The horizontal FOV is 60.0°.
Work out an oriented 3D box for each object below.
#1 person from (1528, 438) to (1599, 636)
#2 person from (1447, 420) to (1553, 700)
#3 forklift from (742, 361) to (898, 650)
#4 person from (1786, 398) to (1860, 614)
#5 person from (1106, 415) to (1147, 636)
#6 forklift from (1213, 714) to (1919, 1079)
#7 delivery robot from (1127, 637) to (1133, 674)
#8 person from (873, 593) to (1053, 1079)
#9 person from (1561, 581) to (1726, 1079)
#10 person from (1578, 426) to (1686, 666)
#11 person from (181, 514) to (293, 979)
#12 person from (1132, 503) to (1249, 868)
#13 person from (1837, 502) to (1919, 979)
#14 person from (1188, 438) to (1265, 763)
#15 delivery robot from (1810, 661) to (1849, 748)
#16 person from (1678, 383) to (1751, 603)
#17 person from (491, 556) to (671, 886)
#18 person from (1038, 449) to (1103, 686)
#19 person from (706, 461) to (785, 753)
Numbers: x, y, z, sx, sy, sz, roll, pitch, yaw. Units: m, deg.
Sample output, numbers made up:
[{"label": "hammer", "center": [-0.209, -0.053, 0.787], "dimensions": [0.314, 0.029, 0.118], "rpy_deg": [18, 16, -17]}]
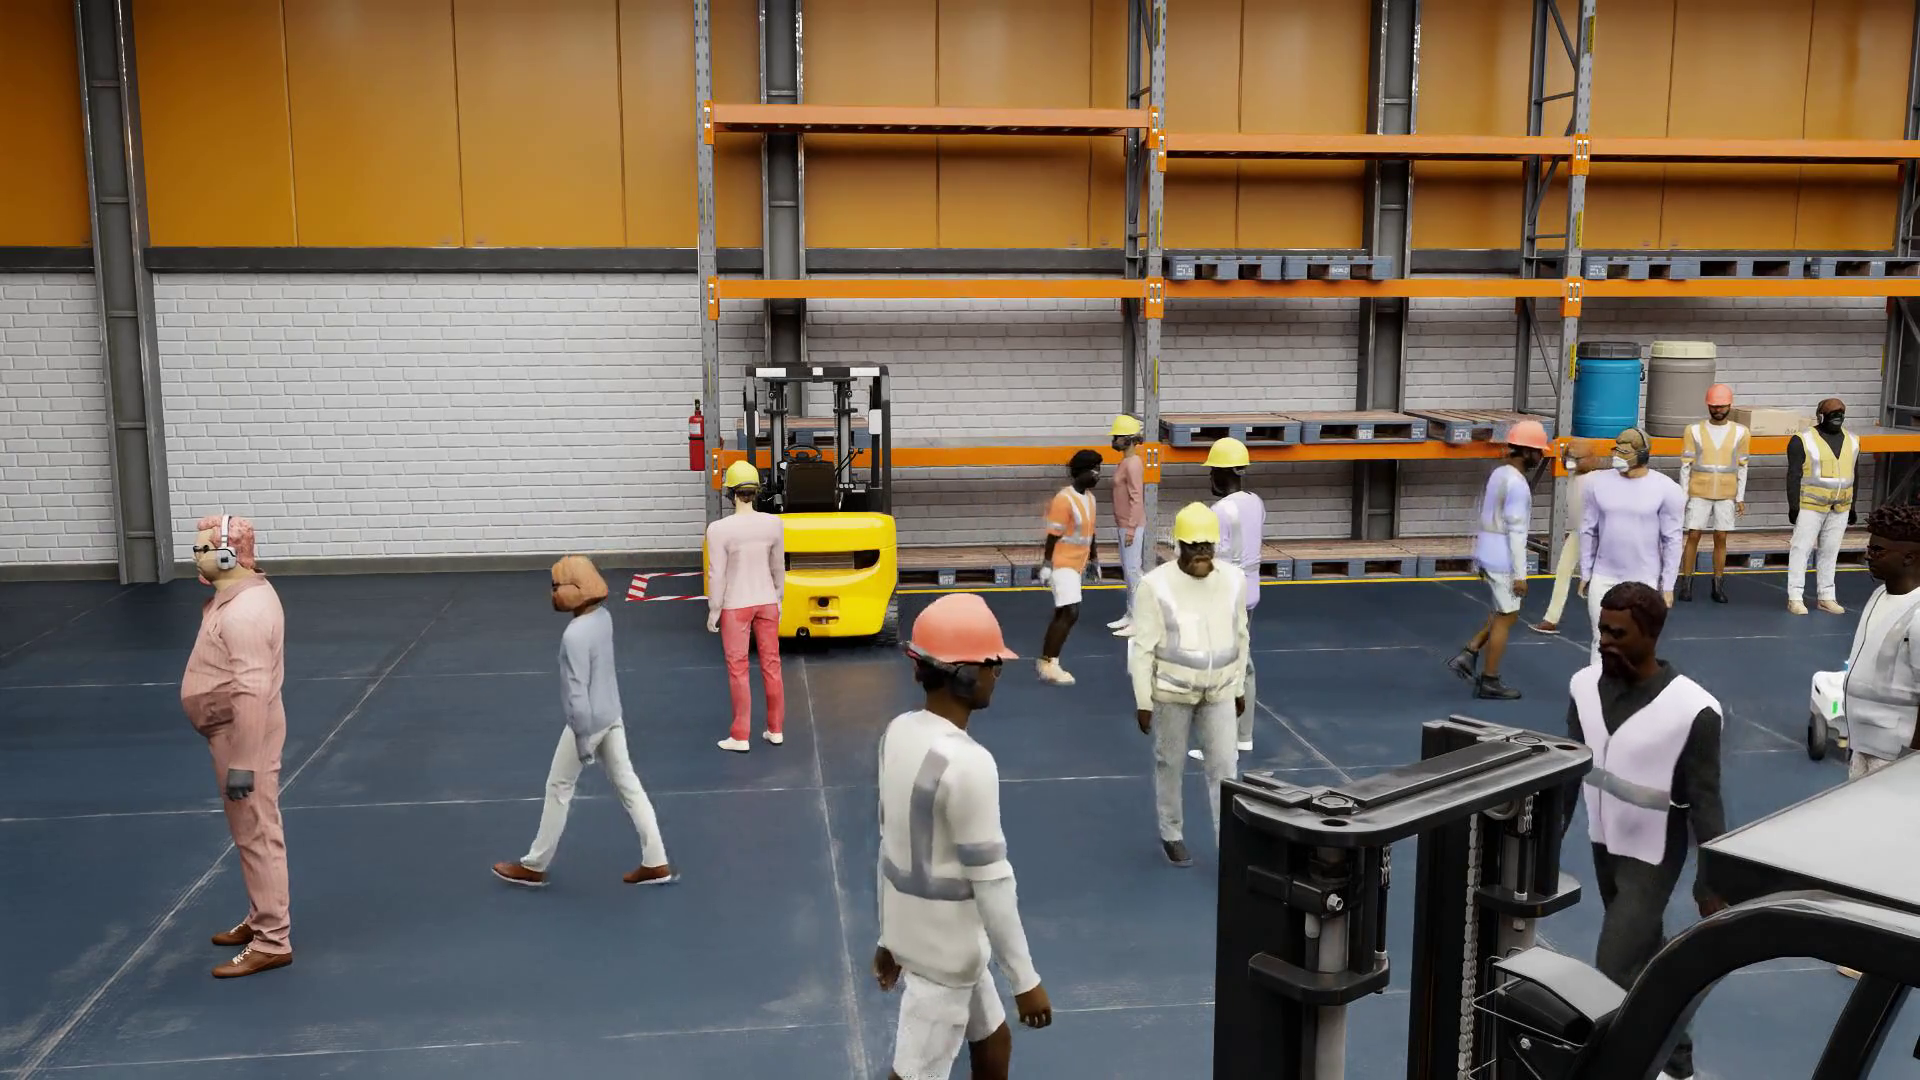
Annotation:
[{"label": "person", "center": [4.910, -0.009, 13.151], "dimensions": [0.839, 1.591, 0.524], "rpy_deg": [-2, 9, -9]}, {"label": "person", "center": [3.695, 0.142, 11.248], "dimensions": [0.513, 1.909, 0.610], "rpy_deg": [0, 9, 2]}, {"label": "forklift", "center": [-1.154, -0.340, 13.365], "dimensions": [1.214, 2.155, 2.313], "rpy_deg": [-1, 9, -7]}, {"label": "person", "center": [7.329, -0.284, 14.118], "dimensions": [0.625, 1.844, 0.429], "rpy_deg": [-1, 9, -5]}, {"label": "person", "center": [1.322, -0.113, 13.284], "dimensions": [0.325, 1.767, 0.533], "rpy_deg": [0, 9, -1]}, {"label": "forklift", "center": [1.441, 1.425, 2.350], "dimensions": [1.214, 2.155, 2.313], "rpy_deg": [-7, 12, -39]}, {"label": "delivery robot", "center": [1.445, 0.793, 11.101], "dimensions": [0.477, 0.478, 0.707], "rpy_deg": [-7, 11, -36]}, {"label": "person", "center": [-0.095, 1.144, 4.748], "dimensions": [1.048, 2.000, 0.623], "rpy_deg": [-3, 10, -17]}, {"label": "person", "center": [2.183, 1.067, 5.583], "dimensions": [0.985, 1.867, 0.629], "rpy_deg": [-3, 10, -20]}, {"label": "person", "center": [4.214, 0.247, 10.509], "dimensions": [0.629, 1.937, 0.379], "rpy_deg": [8, 12, 43]}, {"label": "person", "center": [-2.994, 0.839, 6.905], "dimensions": [0.409, 1.907, 0.651], "rpy_deg": [-4, 10, -22]}, {"label": "person", "center": [1.133, 0.732, 7.878], "dimensions": [0.623, 1.803, 0.746], "rpy_deg": [-2, 9, -12]}, {"label": "person", "center": [3.815, 0.819, 6.840], "dimensions": [0.361, 1.965, 0.613], "rpy_deg": [1, 9, 8]}, {"label": "person", "center": [1.581, 0.355, 9.855], "dimensions": [0.367, 1.926, 0.594], "rpy_deg": [6, 11, 33]}, {"label": "delivery robot", "center": [5.355, 0.971, 9.992], "dimensions": [0.477, 0.478, 0.707], "rpy_deg": [3, 10, 18]}, {"label": "person", "center": [6.608, -0.408, 14.589], "dimensions": [0.546, 1.937, 0.379], "rpy_deg": [3, 10, 18]}, {"label": "person", "center": [-1.758, 0.855, 7.785], "dimensions": [0.850, 1.588, 0.514], "rpy_deg": [2, 9, 10]}, {"label": "person", "center": [0.761, 0.183, 11.727], "dimensions": [0.465, 1.658, 0.561], "rpy_deg": [5, 10, 27]}, {"label": "person", "center": [-1.297, 0.403, 10.057], "dimensions": [0.526, 1.769, 0.330], "rpy_deg": [-7, 11, -35]}]
